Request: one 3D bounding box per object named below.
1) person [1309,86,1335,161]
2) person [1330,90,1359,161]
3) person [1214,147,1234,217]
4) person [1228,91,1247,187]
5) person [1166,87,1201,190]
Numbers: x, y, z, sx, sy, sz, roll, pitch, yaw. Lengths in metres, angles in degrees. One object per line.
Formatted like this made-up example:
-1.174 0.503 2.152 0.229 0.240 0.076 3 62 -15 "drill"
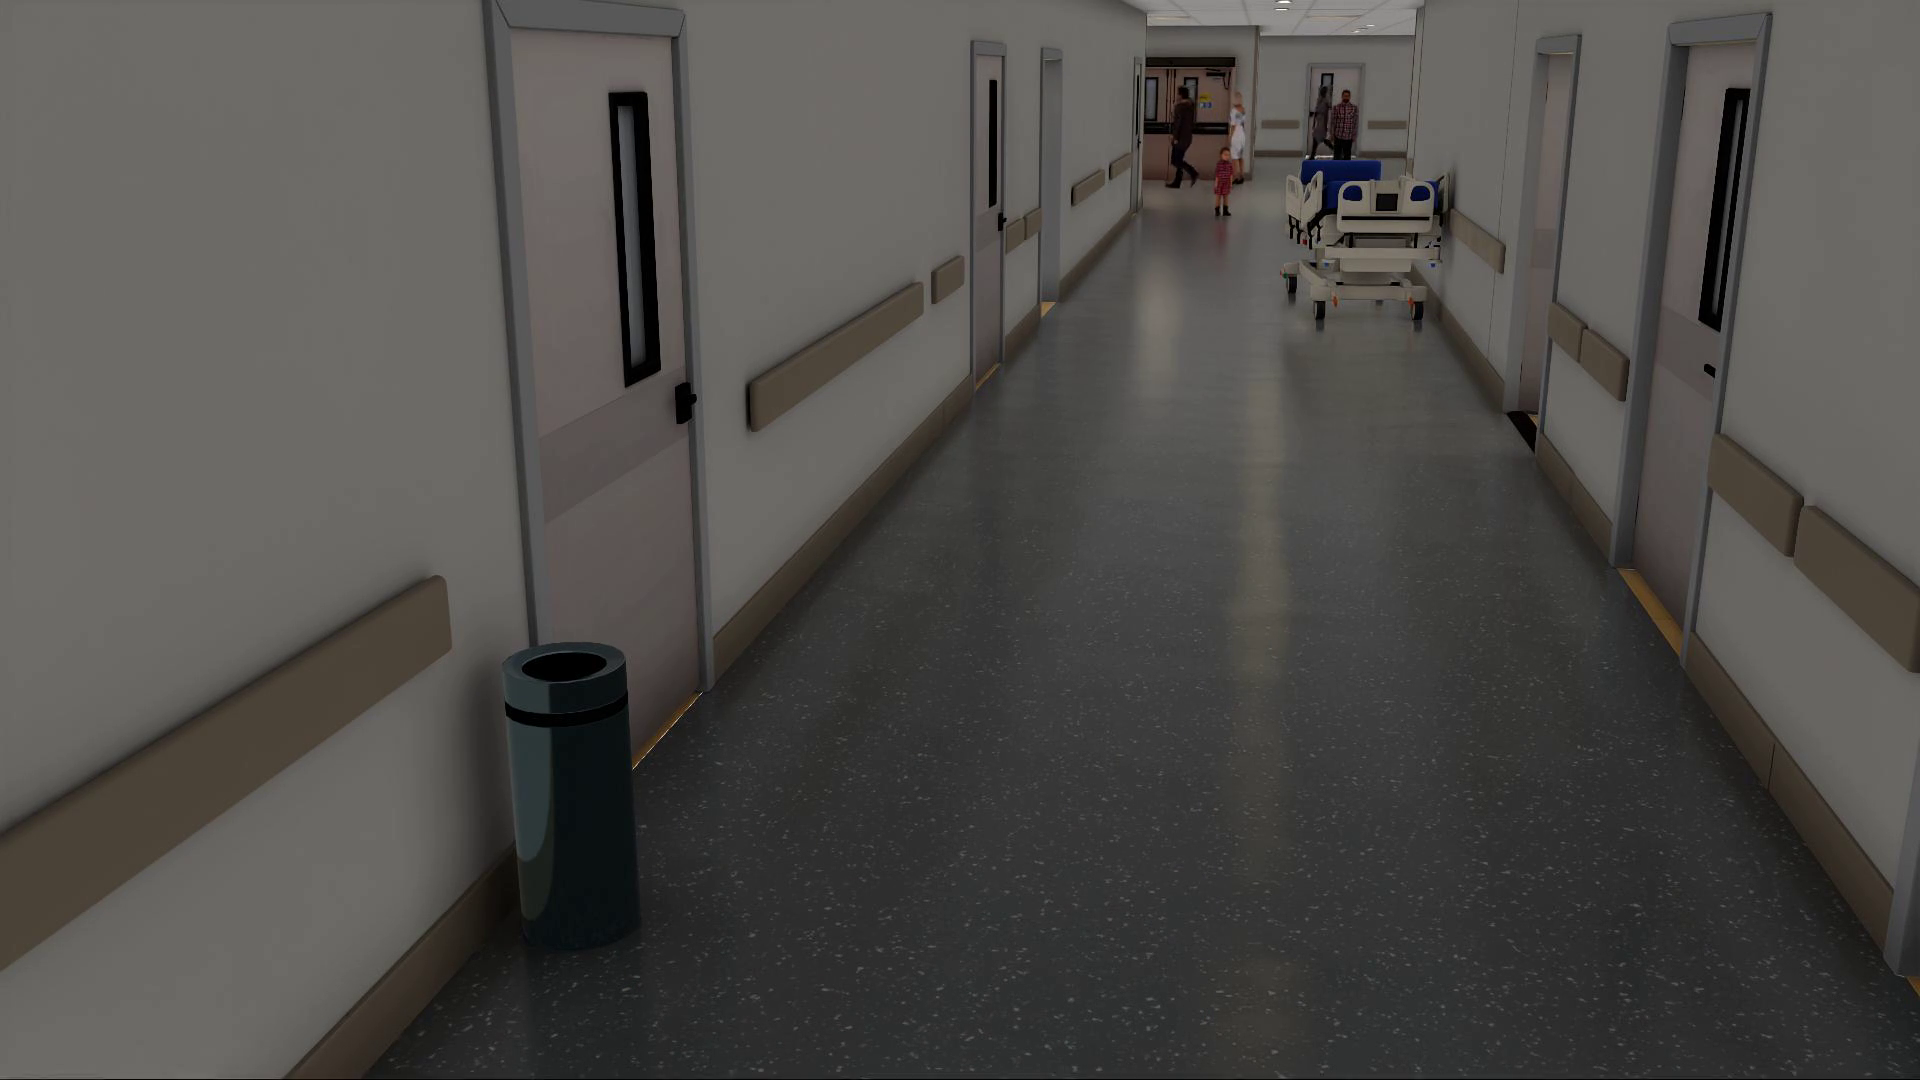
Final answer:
8.532 -9.675 38.898 1.212 1.746 0.980 -5 16 -16 "person"
7.673 -8.095 33.265 0.587 1.761 0.778 1 16 2 "person"
3.973 -5.398 25.064 0.450 1.020 0.539 -2 16 -7 "person"
5.318 -7.700 31.887 0.647 1.749 0.676 -15 22 -43 "person"
4.127 -7.347 30.485 1.127 1.831 0.993 11 19 34 "person"
